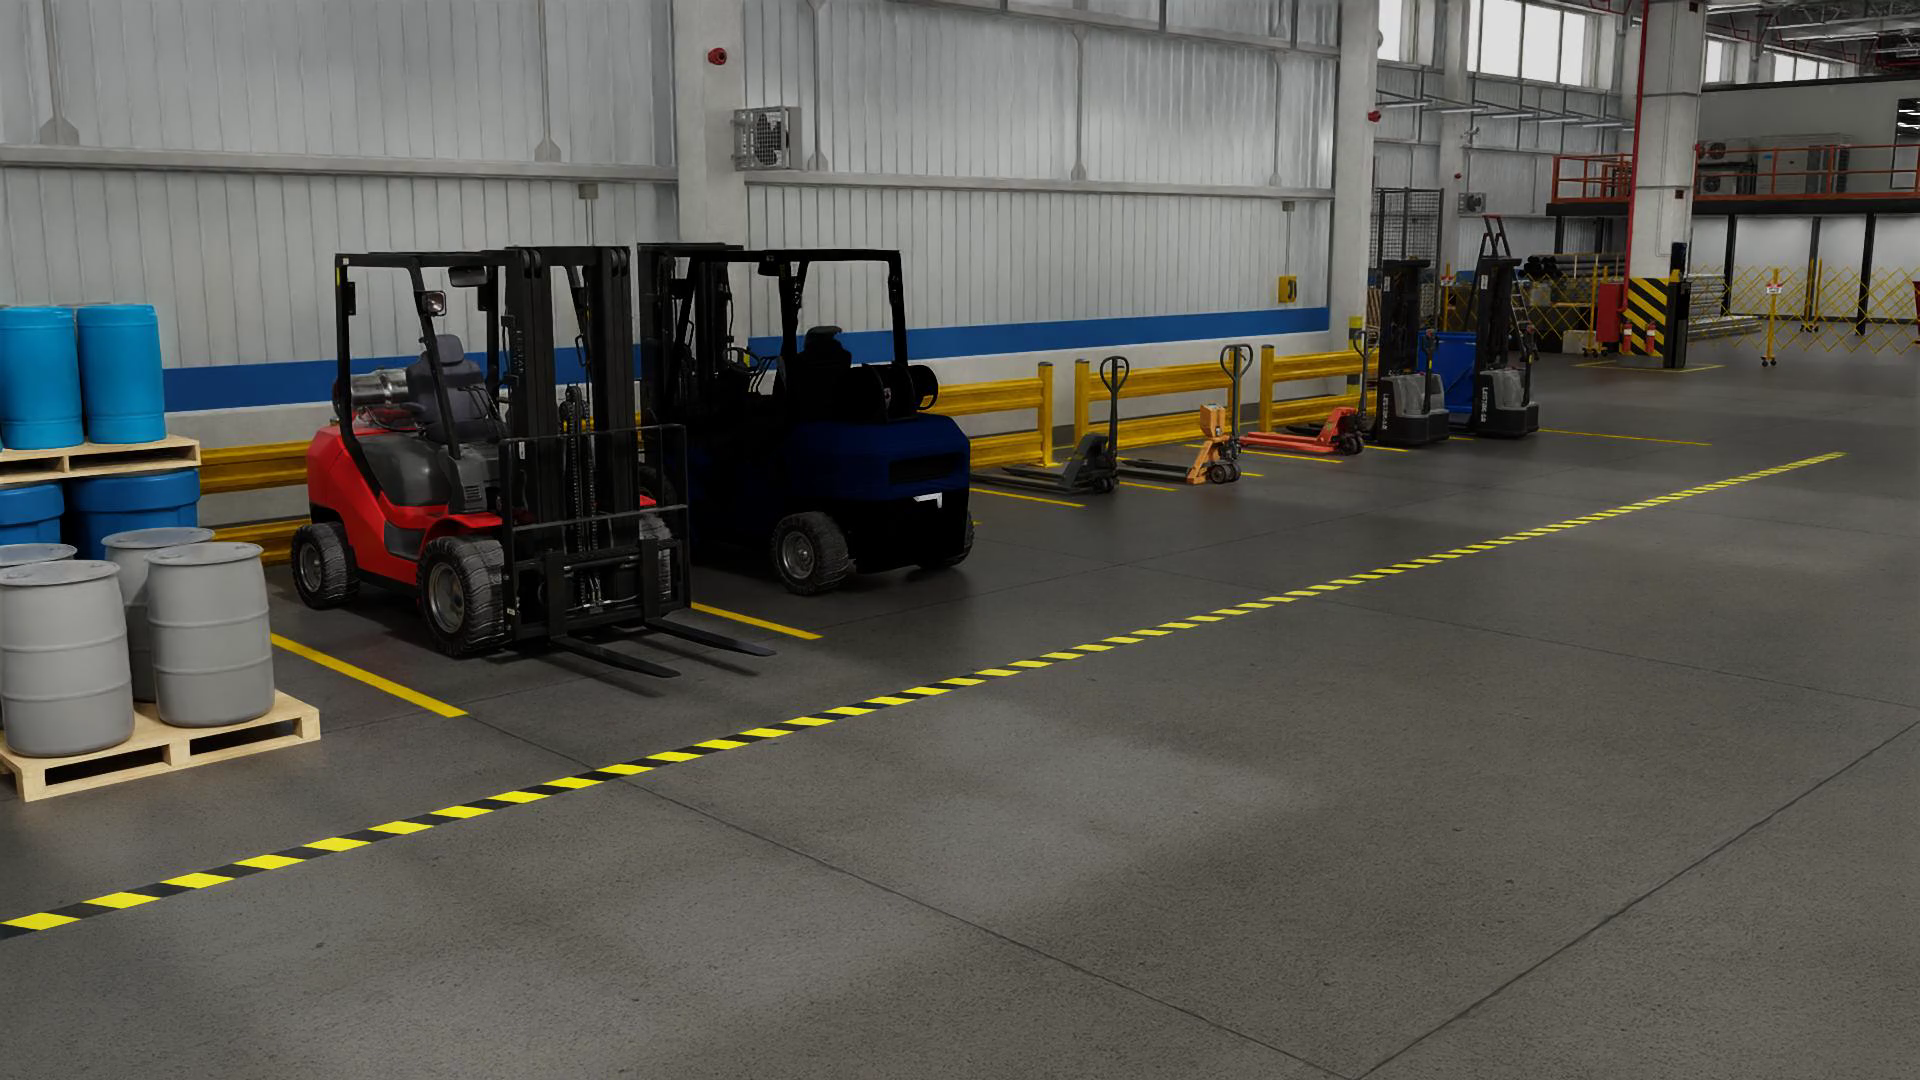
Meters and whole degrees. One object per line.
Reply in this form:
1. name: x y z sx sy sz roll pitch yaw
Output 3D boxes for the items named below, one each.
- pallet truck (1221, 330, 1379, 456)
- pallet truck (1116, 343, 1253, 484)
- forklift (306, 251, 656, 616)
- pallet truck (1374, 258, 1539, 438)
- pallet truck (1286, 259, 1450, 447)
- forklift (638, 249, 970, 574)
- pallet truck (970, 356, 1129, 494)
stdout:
1. pallet truck: 3.563 -1.581 17.381 0.653 1.274 1.630 -10 14 -44
2. pallet truck: 1.962 -1.215 15.415 1.522 1.261 0.704 10 14 43
3. forklift: -2.833 -0.669 9.694 1.157 1.987 2.680 -10 14 -44
4. pallet truck: 5.704 -2.208 18.901 1.885 1.965 0.823 10 14 43
5. pallet truck: 4.493 -2.078 18.196 0.823 1.965 1.885 -9 14 -40
6. forklift: -1.173 -0.958 11.239 2.680 1.987 1.157 10 14 43
7. pallet truck: 0.784 -1.085 14.876 0.680 1.201 1.601 -10 14 -44
